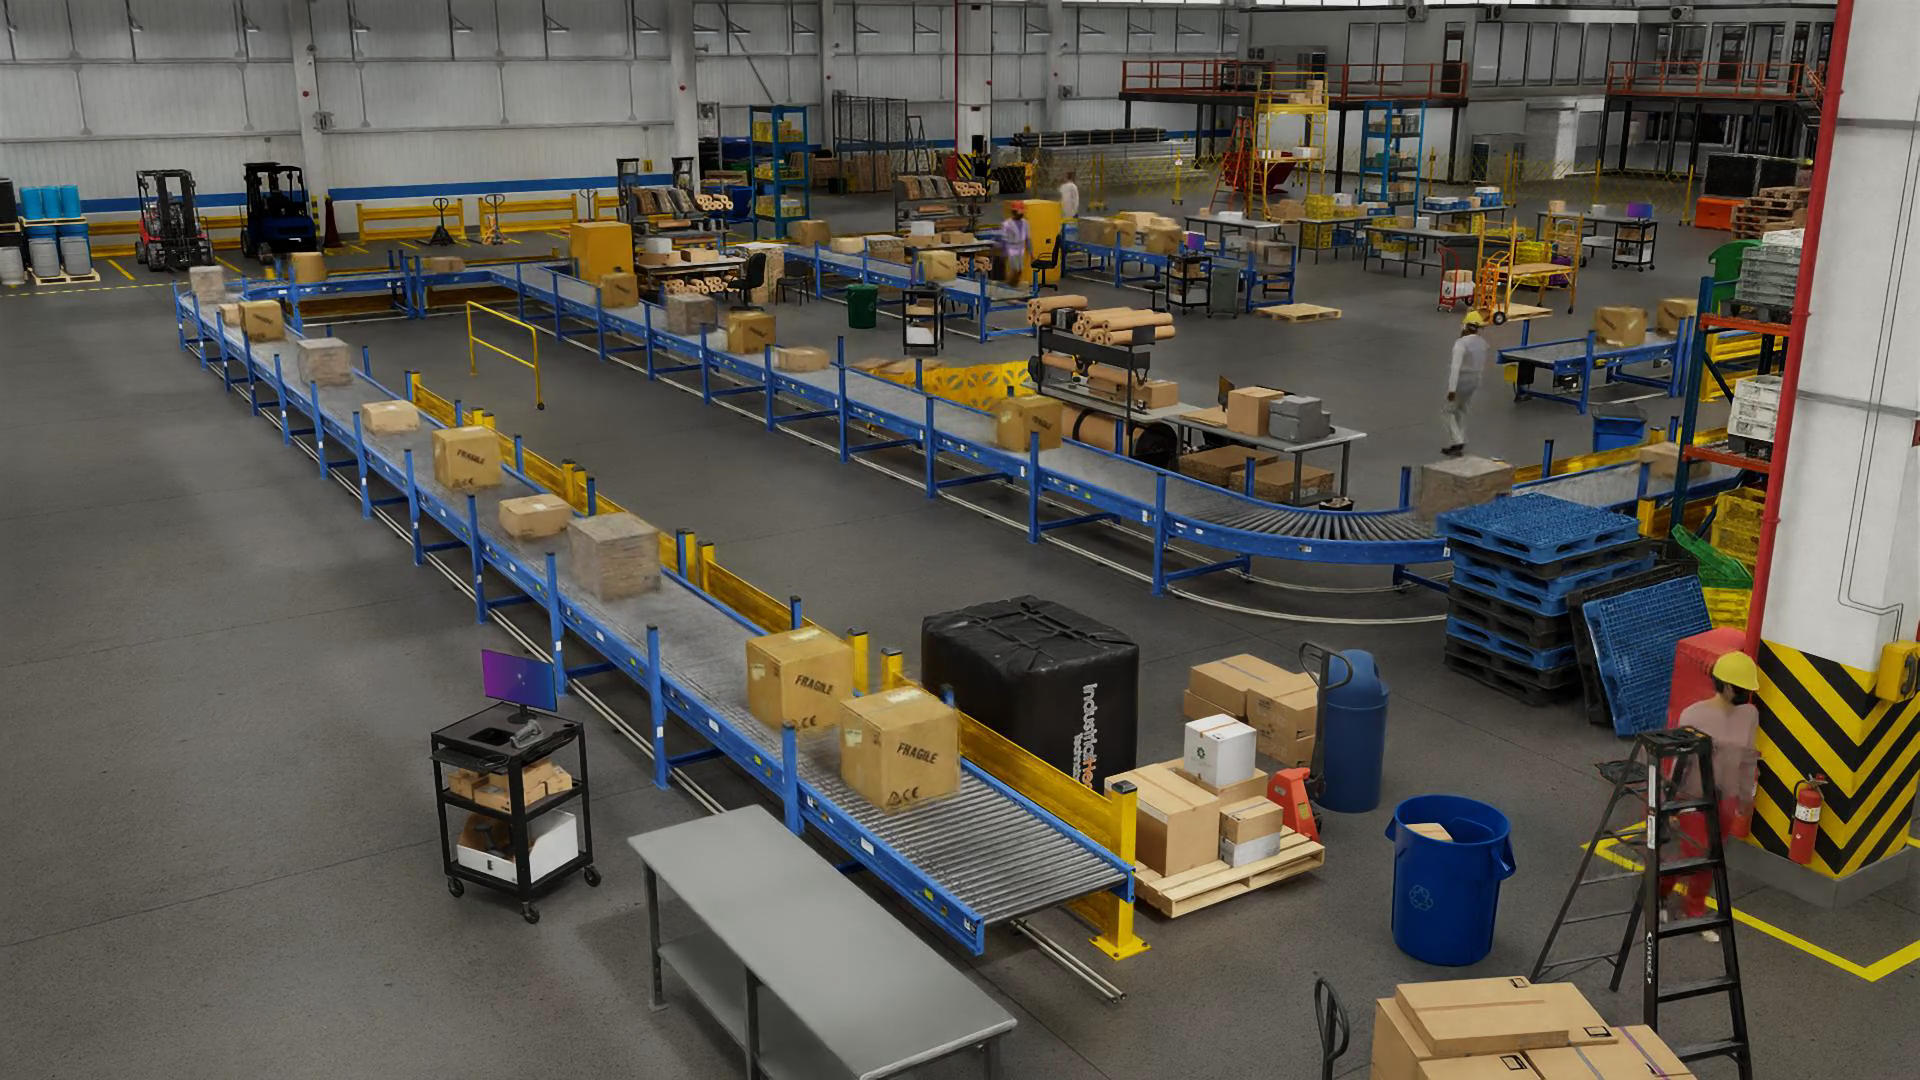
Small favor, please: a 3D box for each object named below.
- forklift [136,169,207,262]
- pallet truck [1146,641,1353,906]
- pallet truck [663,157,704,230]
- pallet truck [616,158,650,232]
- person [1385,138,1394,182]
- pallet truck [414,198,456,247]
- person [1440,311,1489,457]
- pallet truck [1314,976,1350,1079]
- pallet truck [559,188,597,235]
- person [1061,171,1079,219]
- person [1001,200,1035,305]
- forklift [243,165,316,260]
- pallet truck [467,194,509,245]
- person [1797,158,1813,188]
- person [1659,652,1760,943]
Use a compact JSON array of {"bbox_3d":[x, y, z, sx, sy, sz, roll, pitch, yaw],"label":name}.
[{"bbox_3d":[-17.842,-7.318,37.559,1.157,1.987,2.680,-10,20,-31],"label":"forklift"},{"bbox_3d":[1.664,1.407,10.232,1.630,1.274,0.653,-10,20,-31],"label":"pallet truck"},{"bbox_3d":[-7.586,-9.308,44.692,0.823,1.965,1.885,-11,20,-33],"label":"pallet truck"},{"bbox_3d":[-8.918,-9.176,44.255,0.823,1.965,1.885,-9,19,-27],"label":"pallet truck"},{"bbox_3d":[14.478,-12.711,56.277,0.507,1.847,0.344,-14,22,-39],"label":"person"},{"bbox_3d":[-13.250,-8.060,41.856,0.680,1.201,1.601,-10,20,-31],"label":"pallet truck"},{"bbox_3d":[6.168,-1.895,20.379,0.616,1.799,0.405,-13,21,-37],"label":"person"},{"bbox_3d":[2.299,2.390,7.086,1.601,1.201,0.680,-2,17,-7],"label":"pallet truck"},{"bbox_3d":[-10.010,-8.652,43.699,0.653,1.274,1.630,-10,20,-31],"label":"pallet truck"},{"bbox_3d":[2.685,-8.092,40.818,0.535,1.892,0.666,-8,18,-24],"label":"person"},{"bbox_3d":[1.097,-5.535,32.110,0.622,2.020,0.490,-14,22,-39],"label":"person"},{"bbox_3d":[-15.898,-7.669,38.708,1.157,1.987,2.680,-11,20,-33],"label":"forklift"},{"bbox_3d":[-11.983,-8.177,42.137,0.704,1.261,1.522,-11,20,-33],"label":"pallet truck"},{"bbox_3d":[24.070,-10.004,47.434,0.534,1.746,0.479,-6,18,-19],"label":"person"},{"bbox_3d":[4.212,1.438,9.353,0.544,1.750,0.400,-5,17,-17],"label":"person"}]
